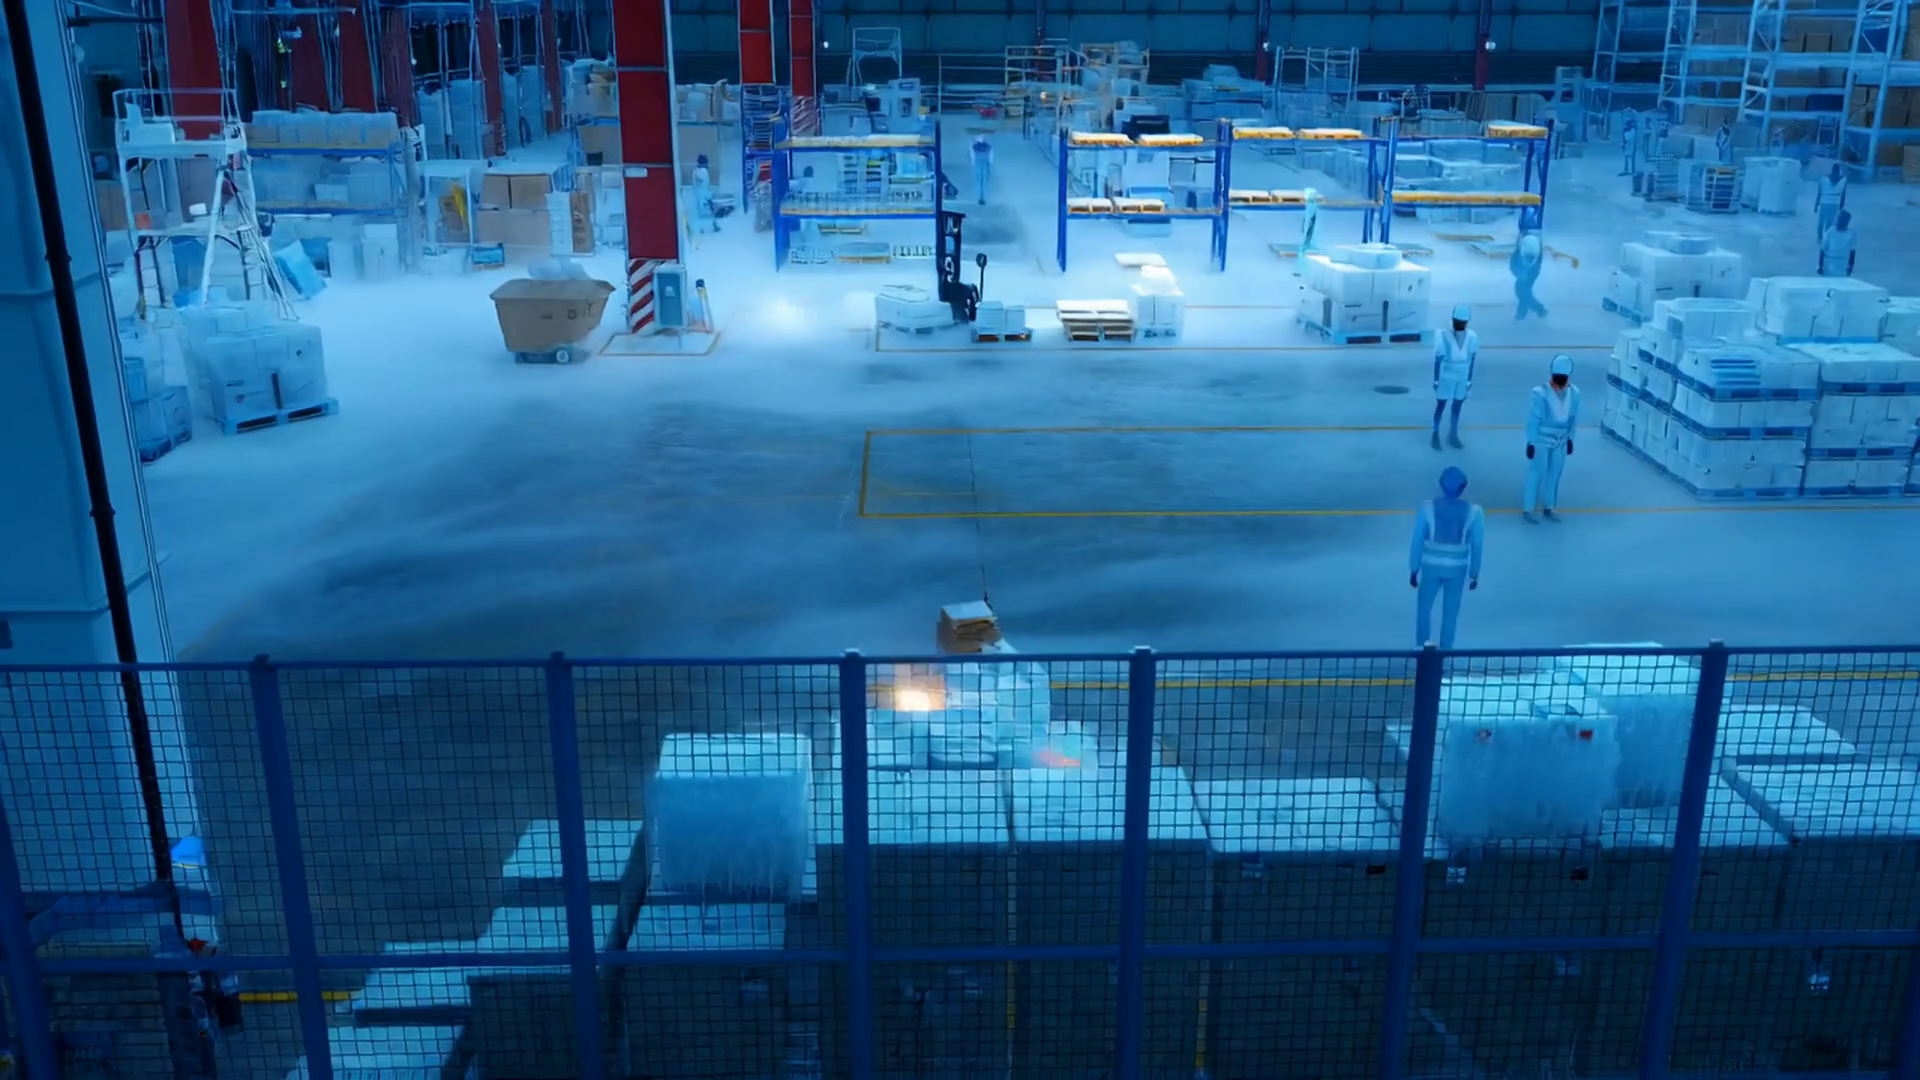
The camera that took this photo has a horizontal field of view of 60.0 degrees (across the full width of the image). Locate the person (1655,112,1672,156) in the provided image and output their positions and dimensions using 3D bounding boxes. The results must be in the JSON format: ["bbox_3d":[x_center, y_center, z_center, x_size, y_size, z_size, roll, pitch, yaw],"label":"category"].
[{"bbox_3d":[23.931,-13.738,56.596,0.513,1.602,0.825,-2,19,-5],"label":"person"}]

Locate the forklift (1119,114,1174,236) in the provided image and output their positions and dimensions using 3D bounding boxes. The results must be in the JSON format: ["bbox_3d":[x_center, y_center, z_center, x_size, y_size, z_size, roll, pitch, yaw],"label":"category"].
[{"bbox_3d":[4.530,-8.833,40.073,1.129,2.768,1.873,-1,19,-1],"label":"forklift"}]

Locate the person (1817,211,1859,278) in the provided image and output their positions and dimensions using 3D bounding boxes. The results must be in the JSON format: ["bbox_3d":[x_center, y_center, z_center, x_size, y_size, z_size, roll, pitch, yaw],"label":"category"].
[{"bbox_3d":[15.766,-4.942,29.950,0.604,1.959,0.379,15,24,38],"label":"person"}]

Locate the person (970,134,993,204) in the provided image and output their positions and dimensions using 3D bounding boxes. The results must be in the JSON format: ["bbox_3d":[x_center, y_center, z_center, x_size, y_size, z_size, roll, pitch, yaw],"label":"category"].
[{"bbox_3d":[0.598,-10.190,45.650,0.646,1.875,1.050,-2,19,-5],"label":"person"}]

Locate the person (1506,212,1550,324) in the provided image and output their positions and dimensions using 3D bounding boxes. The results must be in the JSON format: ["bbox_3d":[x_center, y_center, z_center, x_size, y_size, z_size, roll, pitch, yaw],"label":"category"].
[{"bbox_3d":[10.077,-4.798,29.399,0.702,2.000,0.713,6,20,18],"label":"person"}]

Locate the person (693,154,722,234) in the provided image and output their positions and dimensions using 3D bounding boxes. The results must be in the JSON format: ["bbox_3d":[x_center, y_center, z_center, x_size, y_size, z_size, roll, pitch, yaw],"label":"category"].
[{"bbox_3d":[-6.110,-8.297,40.001,0.813,1.897,0.598,10,21,28],"label":"person"}]

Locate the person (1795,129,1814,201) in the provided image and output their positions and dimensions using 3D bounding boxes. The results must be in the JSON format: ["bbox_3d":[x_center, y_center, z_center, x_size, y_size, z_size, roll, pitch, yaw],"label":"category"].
[{"bbox_3d":[23.423,-10.384,46.088,0.623,1.963,0.834,-11,22,-30],"label":"person"}]

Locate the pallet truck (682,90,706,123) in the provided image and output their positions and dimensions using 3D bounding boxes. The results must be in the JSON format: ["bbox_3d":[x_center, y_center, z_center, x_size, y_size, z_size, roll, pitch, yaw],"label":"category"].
[{"bbox_3d":[-9.671,-15.907,62.421,0.823,1.965,1.885,5,19,15],"label":"pallet truck"}]

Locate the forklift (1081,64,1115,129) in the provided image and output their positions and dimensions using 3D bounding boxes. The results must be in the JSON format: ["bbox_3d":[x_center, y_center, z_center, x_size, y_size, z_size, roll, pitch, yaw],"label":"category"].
[{"bbox_3d":[5.614,-16.638,63.230,1.873,2.768,1.129,-2,19,-5],"label":"forklift"}]

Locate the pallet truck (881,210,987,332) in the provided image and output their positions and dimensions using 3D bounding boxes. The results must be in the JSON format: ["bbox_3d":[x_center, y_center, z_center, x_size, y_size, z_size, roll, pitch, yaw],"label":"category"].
[{"bbox_3d":[-0.493,-4.759,29.349,1.885,1.965,0.823,-13,23,-34],"label":"pallet truck"}]

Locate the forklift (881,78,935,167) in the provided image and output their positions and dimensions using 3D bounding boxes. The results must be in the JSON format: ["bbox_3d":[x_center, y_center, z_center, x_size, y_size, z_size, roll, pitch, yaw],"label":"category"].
[{"bbox_3d":[-1.707,-13.628,54.300,1.129,2.768,1.873,-11,21,-29],"label":"forklift"}]

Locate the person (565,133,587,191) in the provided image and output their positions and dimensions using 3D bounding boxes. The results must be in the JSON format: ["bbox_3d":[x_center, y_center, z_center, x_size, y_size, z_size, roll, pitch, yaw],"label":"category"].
[{"bbox_3d":[-10.494,-10.160,45.543,0.594,1.889,0.663,-4,19,-11],"label":"person"}]

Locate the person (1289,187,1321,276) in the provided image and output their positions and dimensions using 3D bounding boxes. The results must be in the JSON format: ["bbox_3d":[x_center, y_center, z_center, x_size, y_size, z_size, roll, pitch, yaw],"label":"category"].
[{"bbox_3d":[7.266,-6.348,34.302,0.751,1.846,0.523,-2,19,-5],"label":"person"}]

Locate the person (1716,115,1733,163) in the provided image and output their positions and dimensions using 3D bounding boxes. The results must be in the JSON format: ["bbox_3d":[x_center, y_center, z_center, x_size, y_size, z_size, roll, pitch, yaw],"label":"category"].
[{"bbox_3d":[23.536,-12.119,51.302,0.383,1.930,0.540,9,21,25],"label":"person"}]

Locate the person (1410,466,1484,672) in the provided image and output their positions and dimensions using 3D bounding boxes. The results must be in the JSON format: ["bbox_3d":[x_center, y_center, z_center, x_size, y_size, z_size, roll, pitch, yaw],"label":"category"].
[{"bbox_3d":[4.259,0.273,14.619,0.597,1.870,0.449,6,20,17],"label":"person"}]

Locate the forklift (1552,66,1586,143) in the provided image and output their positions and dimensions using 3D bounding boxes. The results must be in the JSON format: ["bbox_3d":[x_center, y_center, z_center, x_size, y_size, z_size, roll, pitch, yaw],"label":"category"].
[{"bbox_3d":[22.637,-16.279,62.164,1.129,2.768,1.873,-1,19,-3],"label":"forklift"}]

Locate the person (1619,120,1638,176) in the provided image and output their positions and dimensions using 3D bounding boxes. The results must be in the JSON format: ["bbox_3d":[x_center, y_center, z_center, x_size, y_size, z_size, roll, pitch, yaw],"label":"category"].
[{"bbox_3d":[20.997,-12.307,52.203,0.541,1.695,0.316,-11,21,-29],"label":"person"}]

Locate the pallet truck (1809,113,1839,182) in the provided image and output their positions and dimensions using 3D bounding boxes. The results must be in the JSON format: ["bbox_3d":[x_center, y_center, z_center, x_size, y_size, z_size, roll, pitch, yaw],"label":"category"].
[{"bbox_3d":[26.403,-11.957,50.702,0.823,1.965,1.885,6,19,16],"label":"pallet truck"}]

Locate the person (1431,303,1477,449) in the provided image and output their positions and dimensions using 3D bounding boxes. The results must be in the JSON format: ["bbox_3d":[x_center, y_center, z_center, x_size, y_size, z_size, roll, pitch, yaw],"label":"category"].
[{"bbox_3d":[6.443,-2.133,21.657,0.548,1.934,0.374,-2,19,-7],"label":"person"}]

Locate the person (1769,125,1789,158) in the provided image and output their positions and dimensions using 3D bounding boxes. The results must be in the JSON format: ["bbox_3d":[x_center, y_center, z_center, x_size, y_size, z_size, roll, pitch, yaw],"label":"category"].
[{"bbox_3d":[24.997,-11.794,50.717,0.542,1.679,0.655,-2,19,-5],"label":"person"}]

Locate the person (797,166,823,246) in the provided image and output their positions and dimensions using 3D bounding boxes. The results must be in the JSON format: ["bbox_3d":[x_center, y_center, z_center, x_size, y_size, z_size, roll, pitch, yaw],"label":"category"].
[{"bbox_3d":[-3.446,-7.692,38.332,0.662,1.821,0.638,-15,24,-37],"label":"person"}]

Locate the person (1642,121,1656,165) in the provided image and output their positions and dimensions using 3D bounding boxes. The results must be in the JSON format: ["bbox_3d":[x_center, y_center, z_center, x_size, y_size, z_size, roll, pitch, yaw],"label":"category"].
[{"bbox_3d":[20.293,-11.382,49.093,0.378,1.937,0.628,4,19,10],"label":"person"}]

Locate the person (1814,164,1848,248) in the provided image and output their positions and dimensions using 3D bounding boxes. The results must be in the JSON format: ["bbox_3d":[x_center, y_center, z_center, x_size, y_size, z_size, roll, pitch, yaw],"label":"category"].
[{"bbox_3d":[19.859,-7.610,37.947,0.620,1.900,0.660,8,20,24],"label":"person"}]

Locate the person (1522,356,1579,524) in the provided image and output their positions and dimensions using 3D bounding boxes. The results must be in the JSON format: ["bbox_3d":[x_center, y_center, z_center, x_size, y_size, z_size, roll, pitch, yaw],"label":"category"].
[{"bbox_3d":[6.634,-1.123,18.668,0.600,1.939,0.426,-5,19,-16],"label":"person"}]
